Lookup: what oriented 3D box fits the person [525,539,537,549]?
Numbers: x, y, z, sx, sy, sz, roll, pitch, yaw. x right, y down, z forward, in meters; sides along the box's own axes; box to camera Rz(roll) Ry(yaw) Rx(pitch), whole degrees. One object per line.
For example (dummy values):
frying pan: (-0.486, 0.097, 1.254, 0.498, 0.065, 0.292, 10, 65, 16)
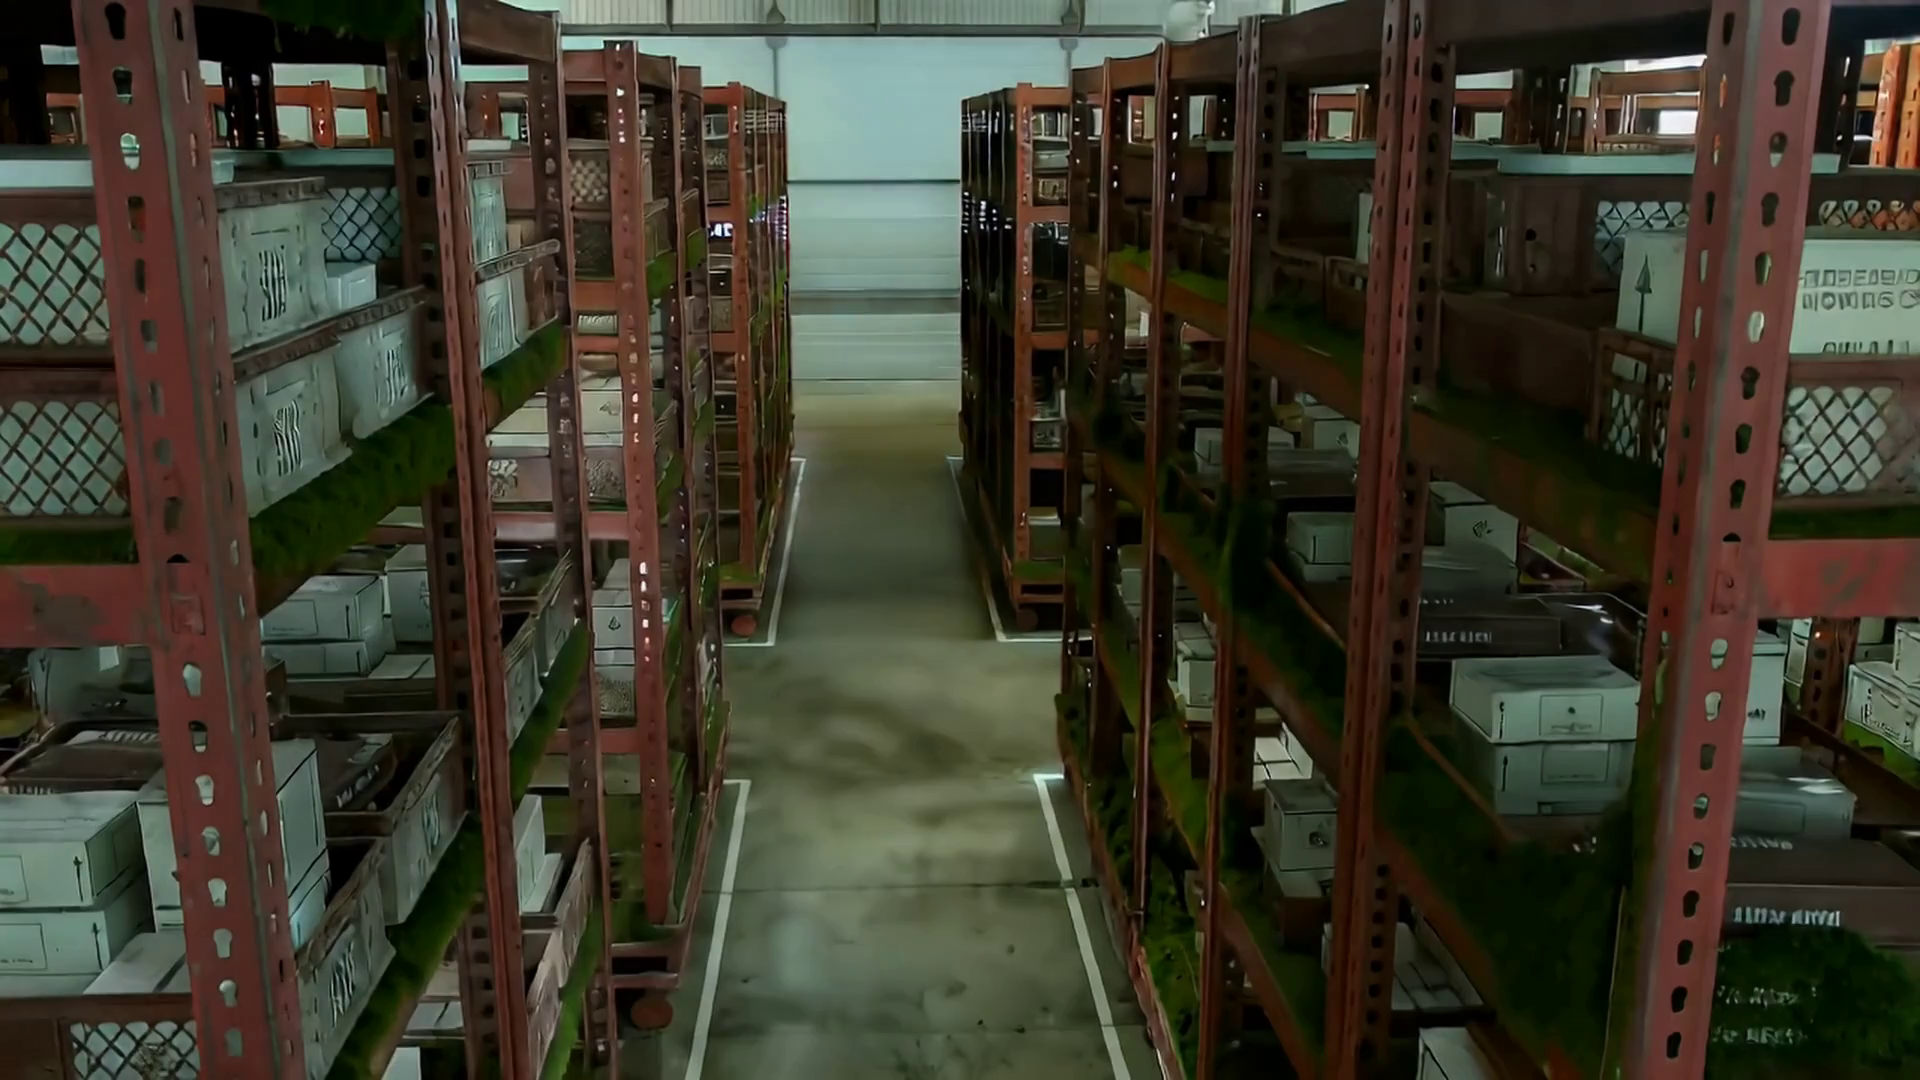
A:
person: (-2.657, -0.201, 10.484, 0.414, 1.985, 0.611, -1, 14, -4)
